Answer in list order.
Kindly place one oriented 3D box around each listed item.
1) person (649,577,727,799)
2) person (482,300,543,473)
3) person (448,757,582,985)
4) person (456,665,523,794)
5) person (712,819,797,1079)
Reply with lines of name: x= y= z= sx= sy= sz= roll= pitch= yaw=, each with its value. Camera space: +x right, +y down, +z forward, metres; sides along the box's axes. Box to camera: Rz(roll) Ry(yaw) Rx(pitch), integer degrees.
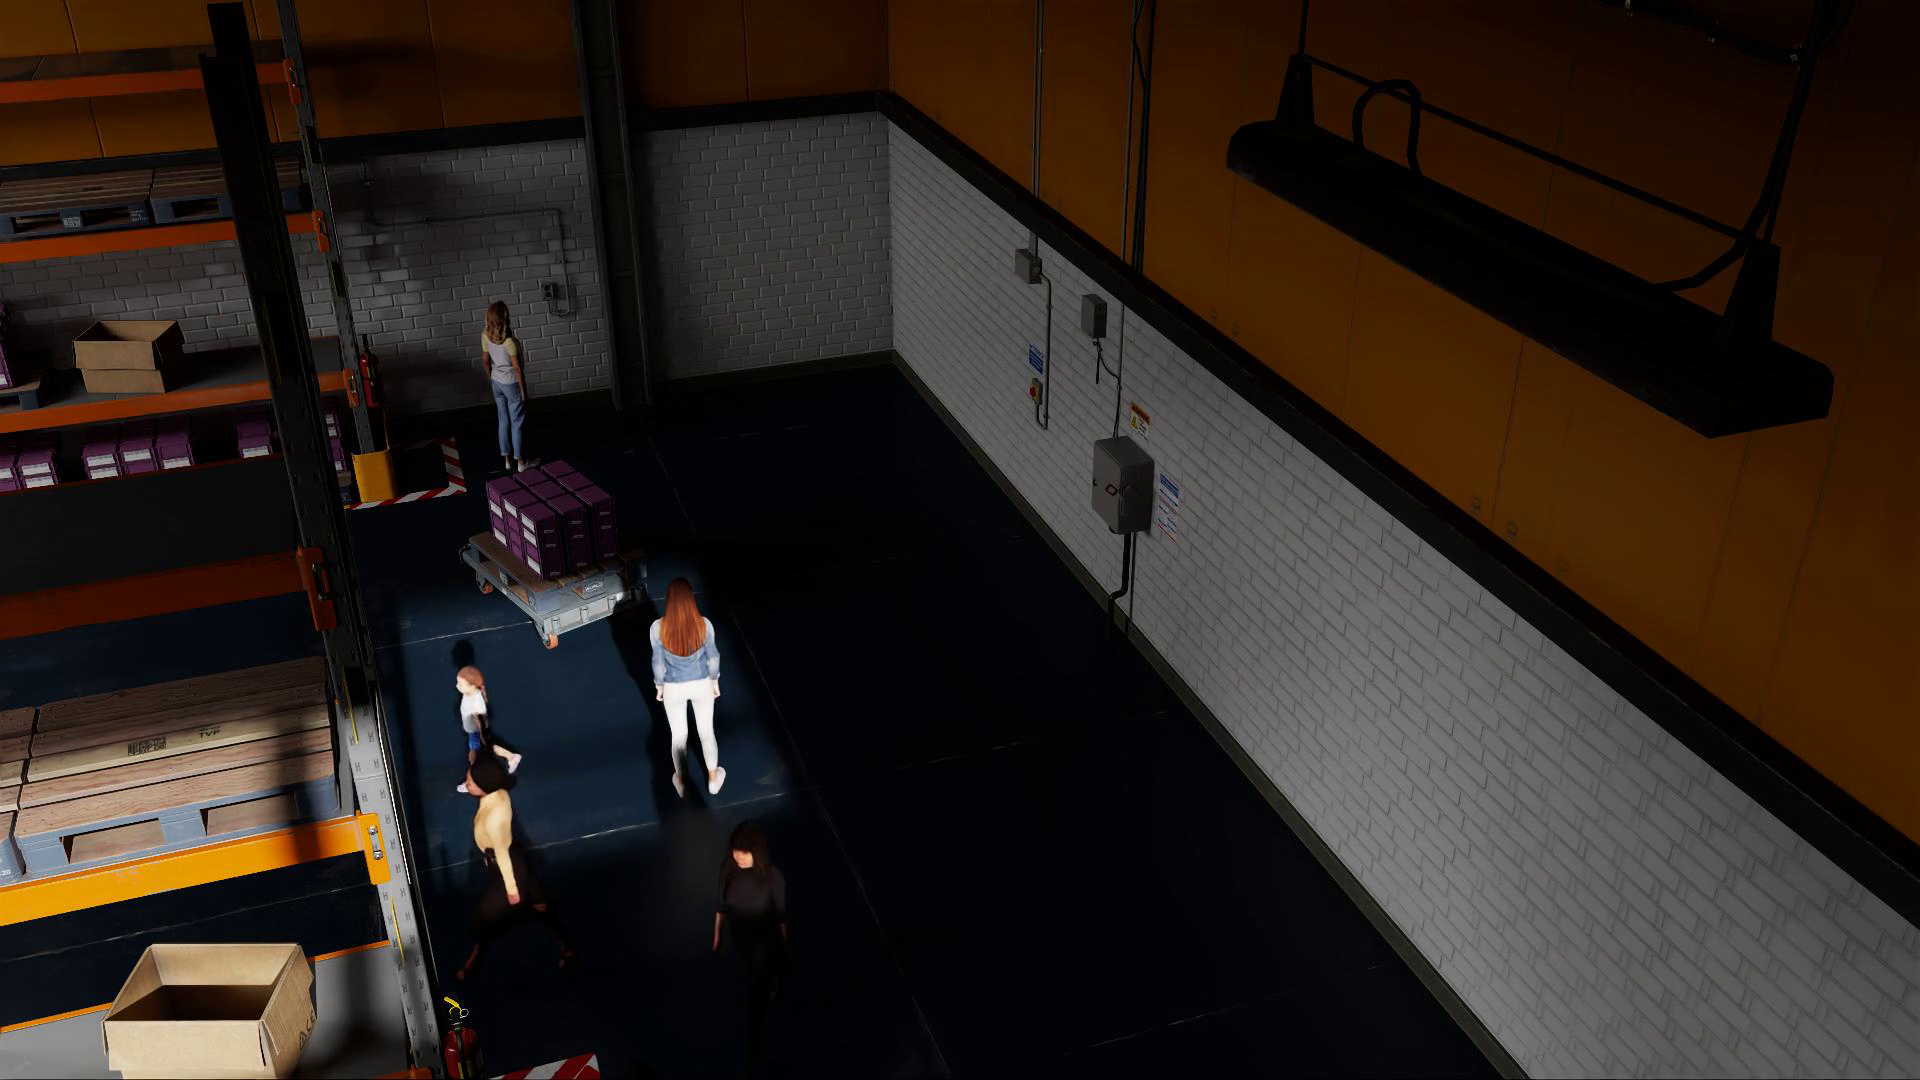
person: x=-1.880 y=1.025 z=11.478 sx=0.508 sy=1.701 sz=0.714 roll=-5 pitch=29 yaw=-9
person: x=-4.365 y=-1.484 z=16.057 sx=0.709 sy=1.722 sz=0.749 roll=16 pitch=32 yaw=26
person: x=-2.583 y=1.983 z=9.823 sx=1.073 sy=1.605 sz=0.765 roll=-2 pitch=29 yaw=-4
person: x=-3.348 y=1.300 z=11.696 sx=0.710 sy=1.010 sz=0.465 roll=-13 pitch=31 yaw=-22
person: x=-1.131 y=2.197 z=9.424 sx=1.044 sy=1.611 sz=1.081 roll=13 pitch=31 yaw=22
